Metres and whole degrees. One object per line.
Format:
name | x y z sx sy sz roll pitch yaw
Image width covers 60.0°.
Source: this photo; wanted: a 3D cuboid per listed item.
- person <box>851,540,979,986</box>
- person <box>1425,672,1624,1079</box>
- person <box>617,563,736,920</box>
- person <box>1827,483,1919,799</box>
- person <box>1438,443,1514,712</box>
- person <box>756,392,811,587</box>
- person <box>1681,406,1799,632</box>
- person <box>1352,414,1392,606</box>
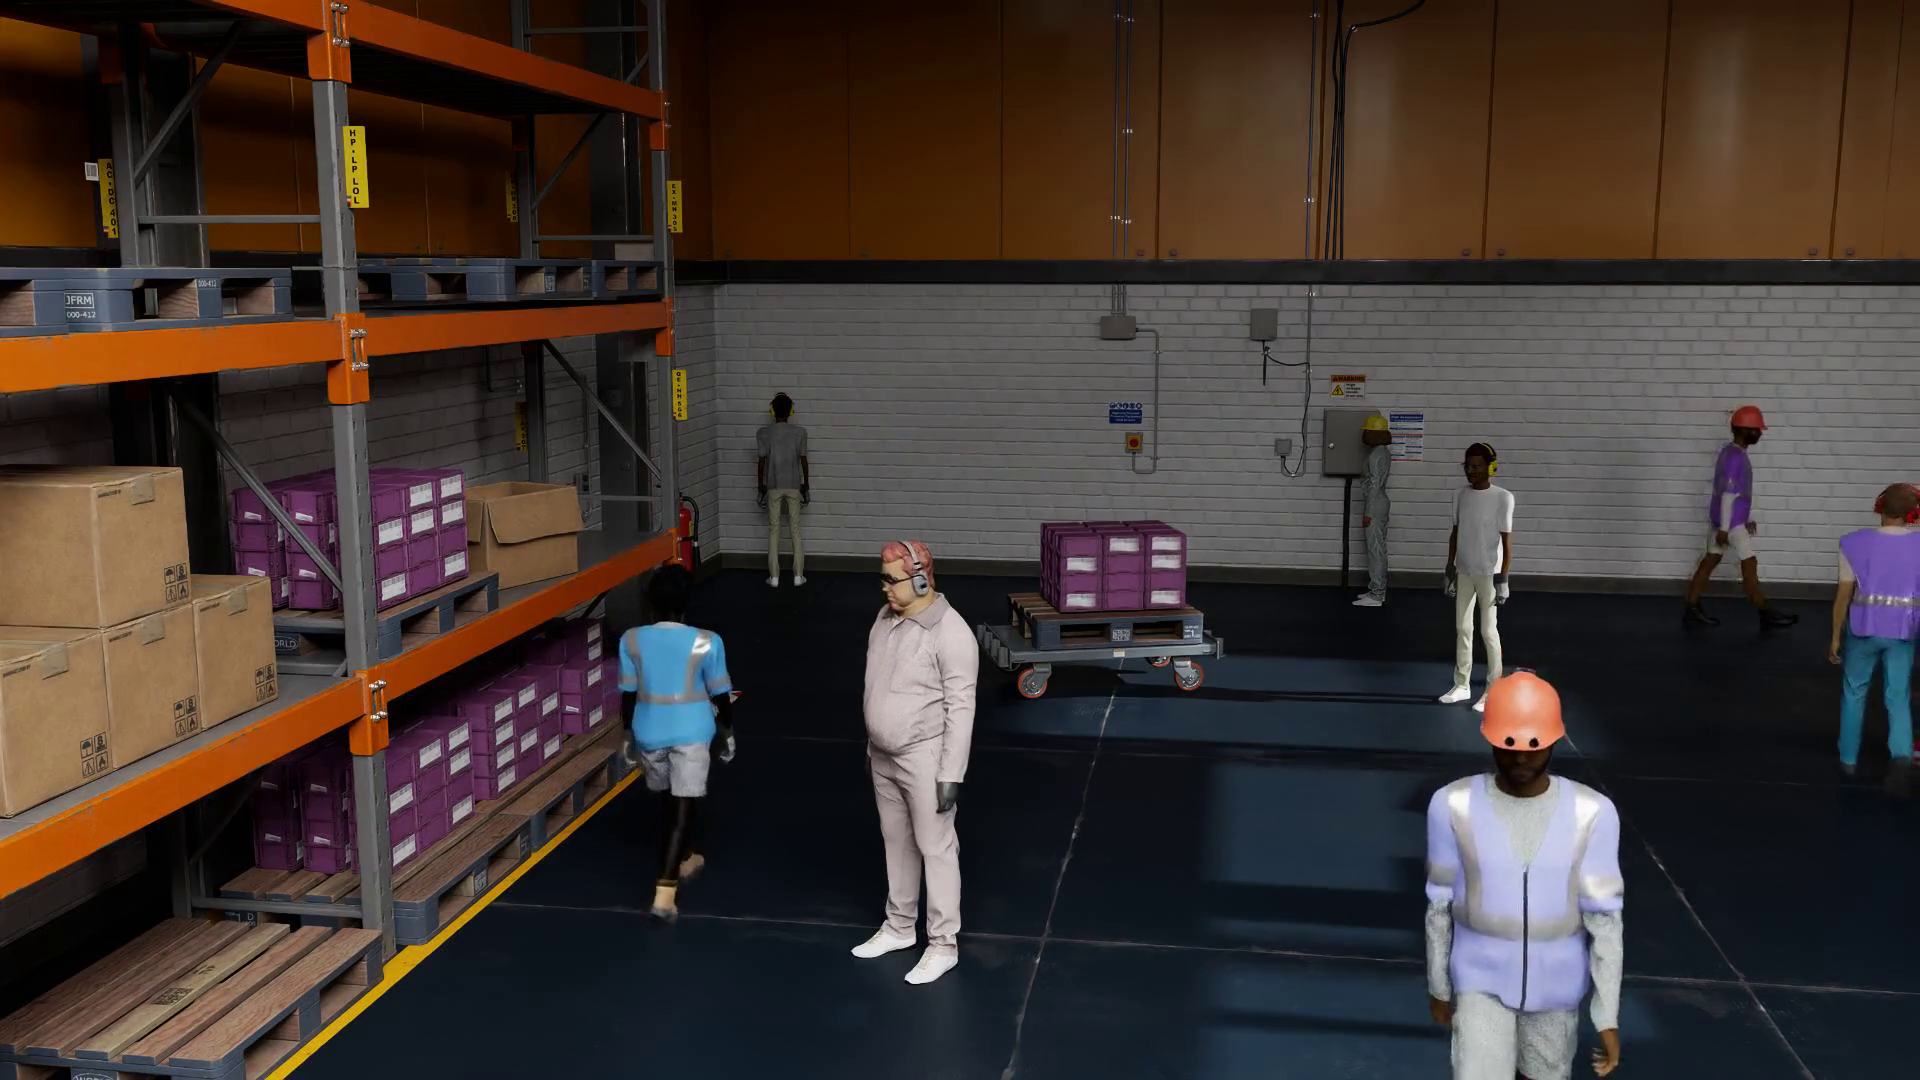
person | -0.215 0.939 7.141 0.406 1.901 0.639 -7 12 -38
person | 1.641 1.311 4.894 0.547 1.884 0.996 2 9 12
person | -1.360 0.934 7.924 0.540 1.655 0.874 2 9 11
person | 5.403 0.572 9.704 0.584 1.809 0.822 3 10 18
person | 3.581 0.249 11.528 0.316 1.861 0.514 -7 11 -36
person | -1.698 -0.483 15.988 0.526 1.876 0.324 -1 9 -8
person | 6.623 -0.177 14.018 0.952 1.889 0.562 3 10 17
person | 3.744 -0.272 15.092 0.295 1.744 0.490 4 10 23
